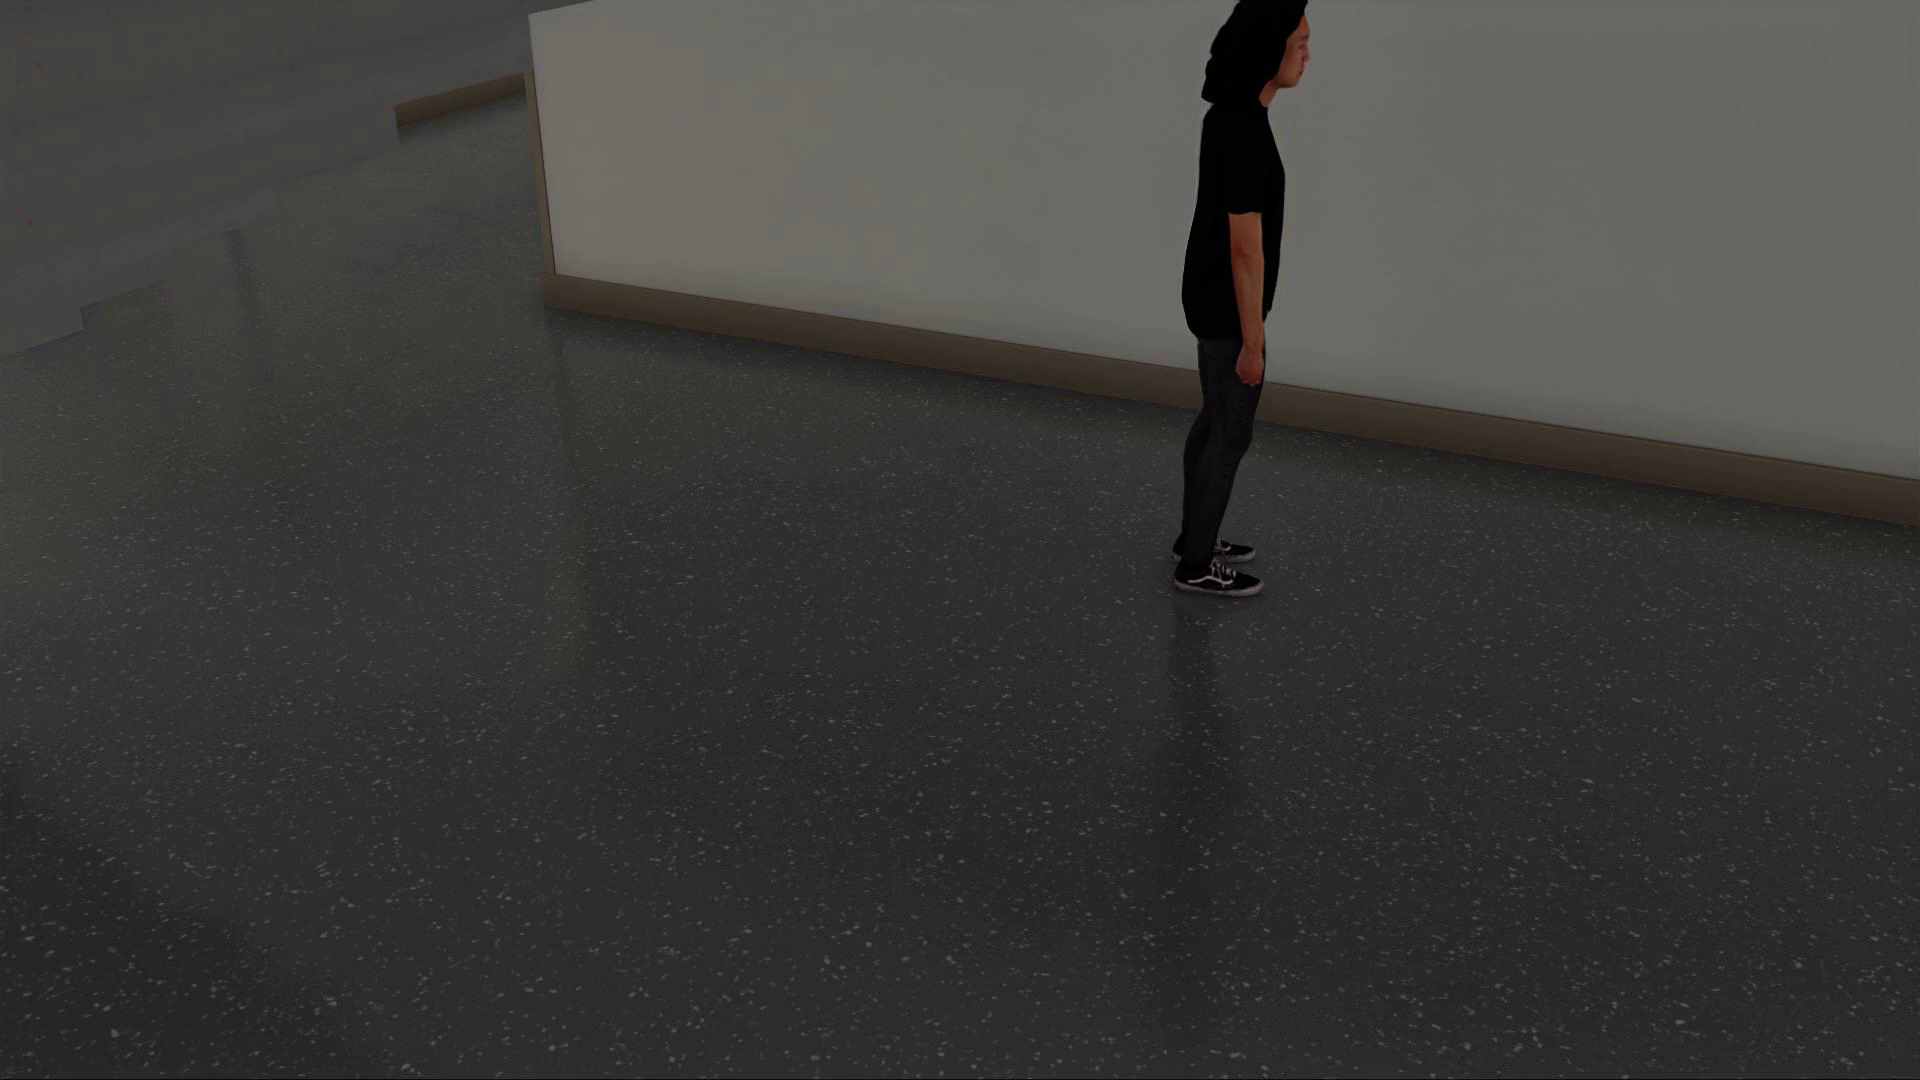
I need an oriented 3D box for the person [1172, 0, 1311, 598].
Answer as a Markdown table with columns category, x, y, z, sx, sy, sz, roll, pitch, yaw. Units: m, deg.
| category | x | y | z | sx | sy | sz | roll | pitch | yaw |
| --- | --- | --- | --- | --- | --- | --- | --- | --- | --- |
| person | 0.785 | -0.703 | 4.926 | 0.687 | 1.824 | 0.707 | 0 | 26 | 0 |
